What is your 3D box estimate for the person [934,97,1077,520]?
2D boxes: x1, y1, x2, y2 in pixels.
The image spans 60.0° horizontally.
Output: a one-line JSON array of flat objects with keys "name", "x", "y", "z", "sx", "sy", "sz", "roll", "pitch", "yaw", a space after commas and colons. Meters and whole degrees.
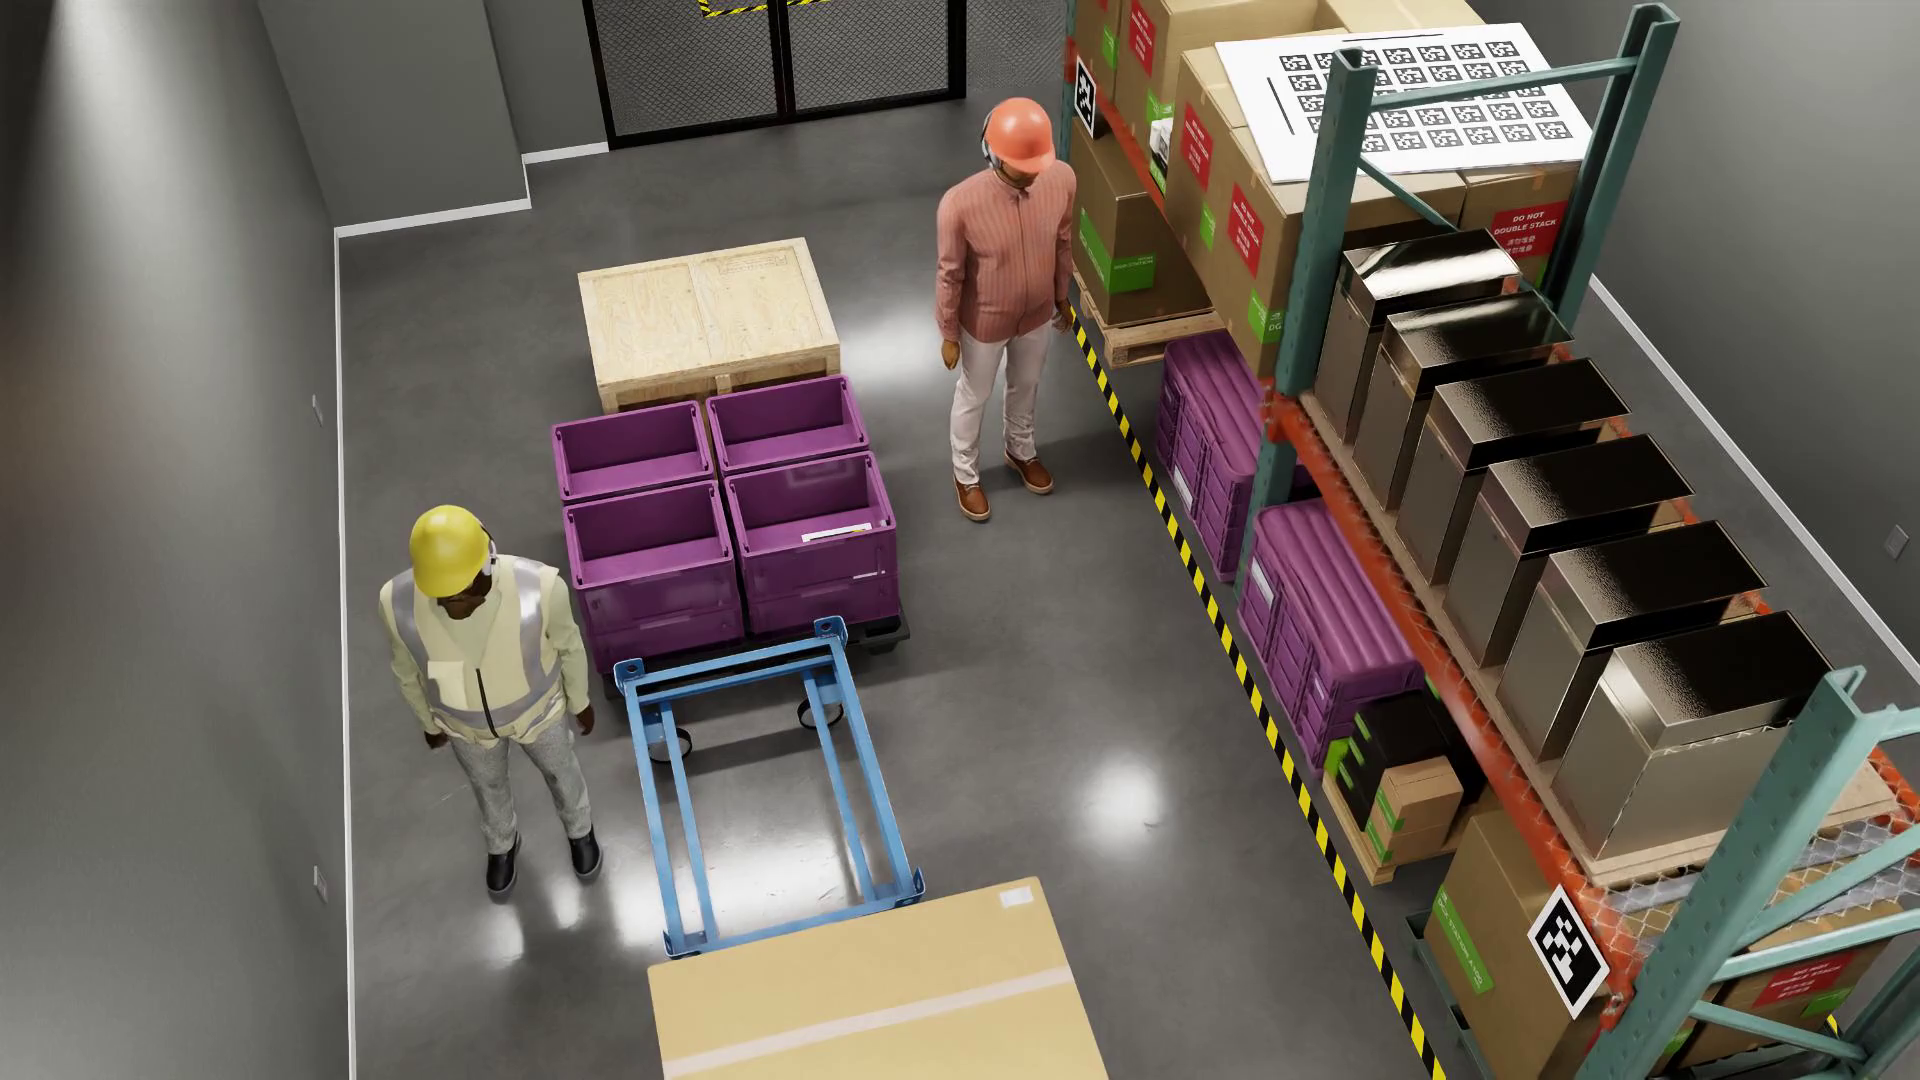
[{"name": "person", "x": 0.196, "y": -0.908, "z": 6.684, "sx": 0.622, "sy": 1.990, "sz": 0.399, "roll": -22, "pitch": 51, "yaw": -19}]

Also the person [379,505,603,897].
[{"name": "person", "x": -1.501, "y": 0.542, "z": 5.459, "sx": 0.591, "sy": 1.834, "sz": 0.404, "roll": -7, "pitch": 48, "yaw": -7}]
